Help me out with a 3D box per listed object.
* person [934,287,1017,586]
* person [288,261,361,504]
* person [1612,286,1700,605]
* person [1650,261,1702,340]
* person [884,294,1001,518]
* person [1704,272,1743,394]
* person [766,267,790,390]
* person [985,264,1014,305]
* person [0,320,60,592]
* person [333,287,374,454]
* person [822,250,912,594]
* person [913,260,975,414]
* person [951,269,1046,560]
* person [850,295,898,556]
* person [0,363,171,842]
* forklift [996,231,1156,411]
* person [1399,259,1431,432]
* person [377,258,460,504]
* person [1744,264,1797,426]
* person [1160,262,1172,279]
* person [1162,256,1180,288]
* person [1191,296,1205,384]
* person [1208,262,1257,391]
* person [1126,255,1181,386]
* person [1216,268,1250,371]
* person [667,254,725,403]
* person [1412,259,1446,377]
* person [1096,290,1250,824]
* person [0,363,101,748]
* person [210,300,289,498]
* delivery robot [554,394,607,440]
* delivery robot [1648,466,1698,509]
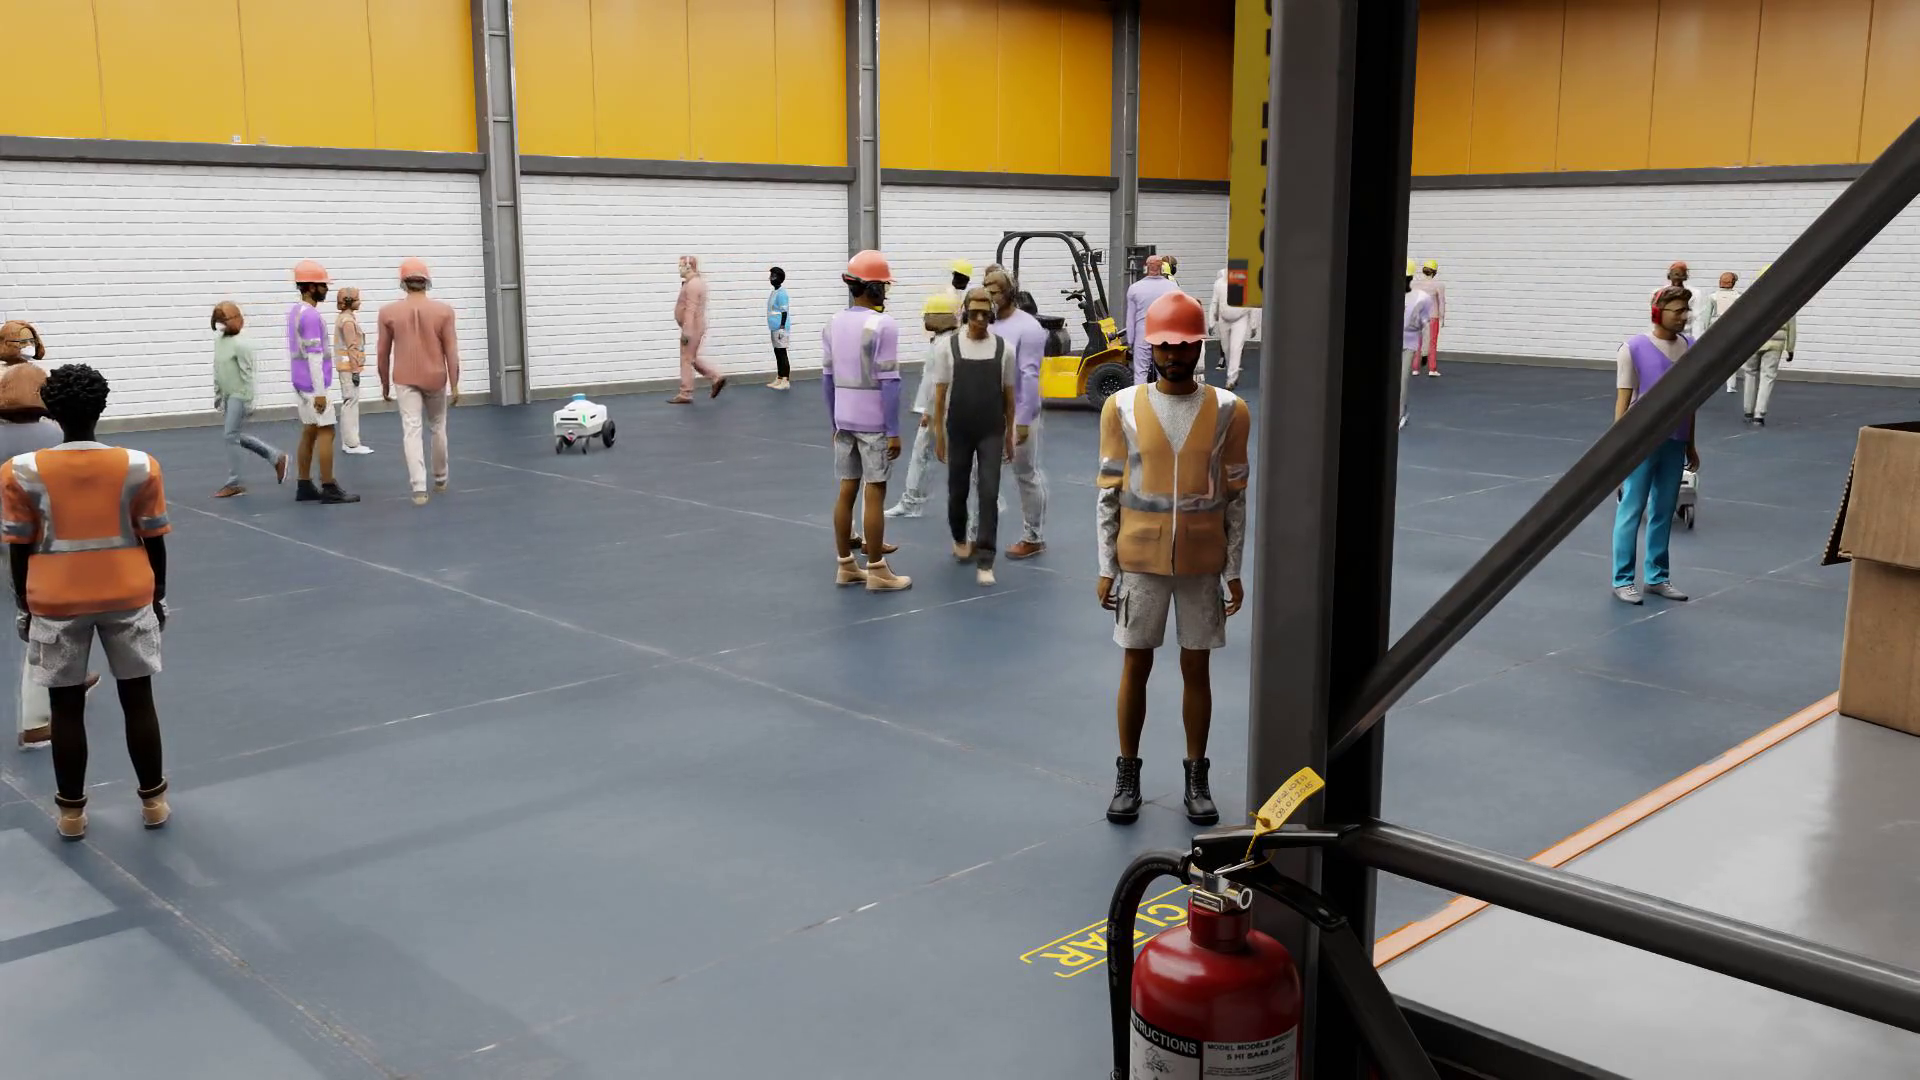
[{"bbox_3d":[0.087,-0.665,10.377,0.513,1.826,0.783,-1,10,-3],"label":"person"},{"bbox_3d":[-5.121,-1.241,13.286,0.504,1.924,0.554,-7,12,-33],"label":"person"},{"bbox_3d":[4.053,-0.554,9.702,0.570,1.842,0.379,-4,11,-19],"label":"person"},{"bbox_3d":[8.547,-2.408,19.874,0.586,1.836,1.008,6,12,29],"label":"person"},{"bbox_3d":[-0.108,-0.997,12.516,0.893,1.703,0.490,-2,11,-10],"label":"person"},{"bbox_3d":[10.341,-2.798,22.507,0.517,1.636,0.313,6,12,30],"label":"person"},{"bbox_3d":[-2.522,-2.930,23.053,0.315,1.697,0.541,-4,11,-21],"label":"person"},{"bbox_3d":[0.372,-1.998,17.603,0.429,1.831,0.657,-7,13,-35],"label":"person"},{"bbox_3d":[-5.583,-0.499,9.977,0.279,1.633,0.505,4,11,20],"label":"person"},{"bbox_3d":[-5.960,-1.653,16.269,0.313,1.637,0.521,-5,11,-25],"label":"person"},{"bbox_3d":[-0.558,-0.705,9.981,0.395,2.044,0.609,-10,14,-43],"label":"person"},{"bbox_3d":[-0.072,-2.389,19.711,1.046,1.837,0.627,1,10,8],"label":"person"},{"bbox_3d":[0.250,-0.791,10.801,0.794,1.905,0.658,-10,14,-44],"label":"person"},{"bbox_3d":[-0.626,-0.824,11.151,0.498,1.861,0.326,9,14,41],"label":"person"},{"bbox_3d":[-3.069,0.222,5.897,0.530,1.689,0.321,-7,12,-32],"label":"person"},{"bbox_3d":[1.222,-2.721,20.561,2.313,2.155,1.214,2,11,13],"label":"forklift"},{"bbox_3d":[4.848,-2.141,18.255,0.600,1.887,0.978,7,12,33],"label":"person"},{"bbox_3d":[-4.383,-1.299,13.499,0.626,1.943,1.015,-3,11,-17],"label":"person"},{"bbox_3d":[9.125,-2.205,18.821,0.613,1.795,0.844,6,12,28],"label":"person"},{"bbox_3d":[2.758,-2.948,22.993,0.327,1.760,0.523,-2,11,-13],"label":"person"},{"bbox_3d":[2.918,-3.082,23.491,0.429,1.842,0.636,-4,11,-23],"label":"person"},{"bbox_3d":[1.833,-1.173,13.633,0.514,1.642,0.310,-10,14,-44],"label":"person"},{"bbox_3d":[3.785,-3.019,23.110,0.658,1.863,0.947,6,12,31],"label":"person"},{"bbox_3d":[2.241,-2.332,19.250,0.639,1.900,0.401,0,10,1],"label":"person"},{"bbox_3d":[4.327,-3.659,26.318,0.602,1.960,0.368,4,11,19],"label":"person"},{"bbox_3d":[-3.394,-2.678,21.157,0.669,1.891,0.670,-1,10,-5],"label":"person"},{"bbox_3d":[7.088,-3.356,25.196,0.533,1.768,0.310,7,13,34],"label":"person"},{"bbox_3d":[0.764,0.075,6.017,0.549,1.937,0.358,1,10,4],"label":"person"},{"bbox_3d":[-3.919,0.040,7.166,0.511,1.589,0.865,0,10,2],"label":"person"},{"bbox_3d":[-5.875,-1.167,13.664,0.516,1.612,0.629,10,14,43],"label":"person"},{"bbox_3d":[-3.774,-1.211,16.548,0.477,0.478,0.707,1,11,6],"label":"delivery robot"},{"bbox_3d":[5.247,-0.452,12.406,0.477,0.478,0.707,2,11,9],"label":"delivery robot"}]
